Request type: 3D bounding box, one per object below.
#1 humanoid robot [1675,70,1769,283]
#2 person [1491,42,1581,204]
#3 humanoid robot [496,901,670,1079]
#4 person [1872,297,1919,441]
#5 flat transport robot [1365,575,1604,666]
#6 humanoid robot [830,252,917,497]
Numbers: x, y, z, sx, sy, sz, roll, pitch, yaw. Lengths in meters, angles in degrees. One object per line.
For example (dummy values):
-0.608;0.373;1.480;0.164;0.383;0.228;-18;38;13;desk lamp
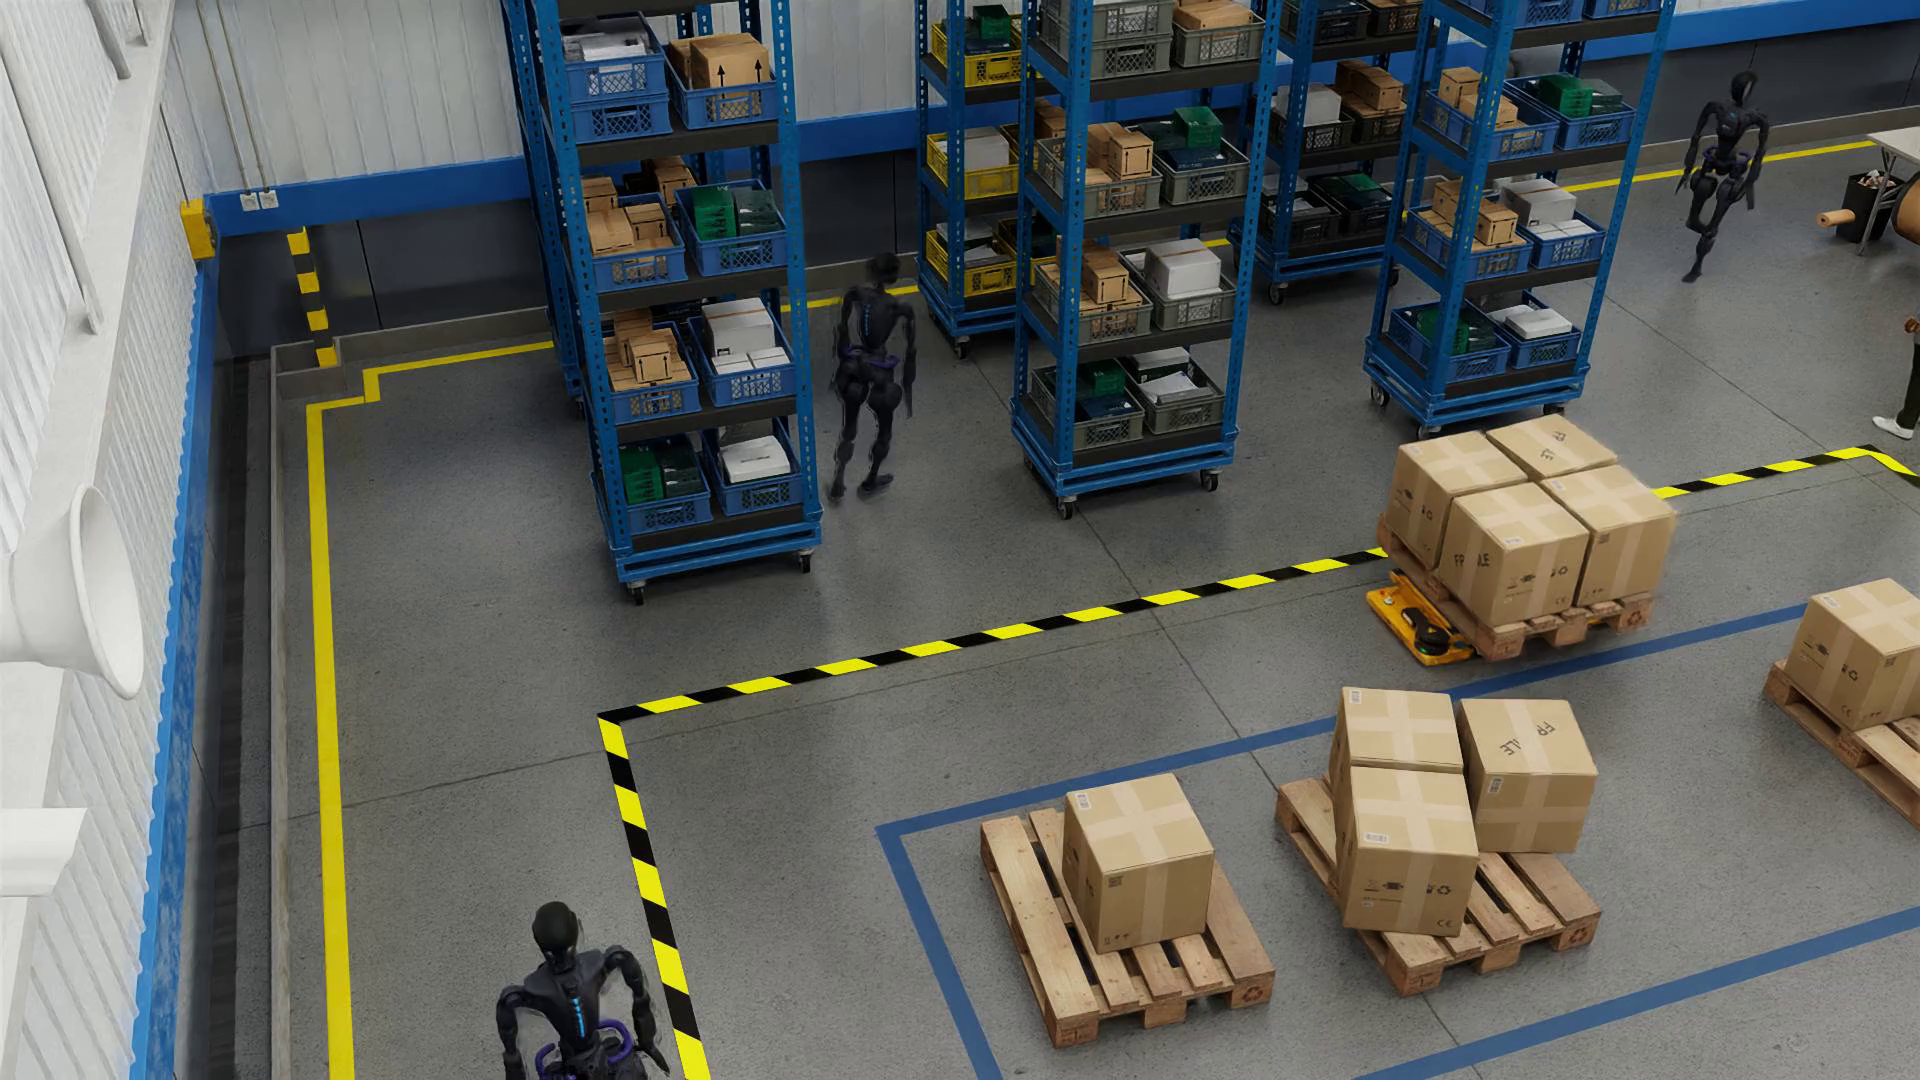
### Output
5.934;-2.844;12.885;0.601;1.641;0.630;27;43;33;humanoid robot
4.633;-3.468;13.526;0.630;1.940;0.373;8;36;11;person
-1.350;1.977;6.066;0.610;1.640;0.740;-19;39;-24;humanoid robot
6.440;-1.518;10.835;0.589;1.851;0.401;-9;36;-12;person
3.135;0.321;9.576;1.431;0.197;0.652;-11;37;-15;flat transport robot
-0.587;-0.990;10.259;0.606;1.637;0.479;24;42;30;humanoid robot
